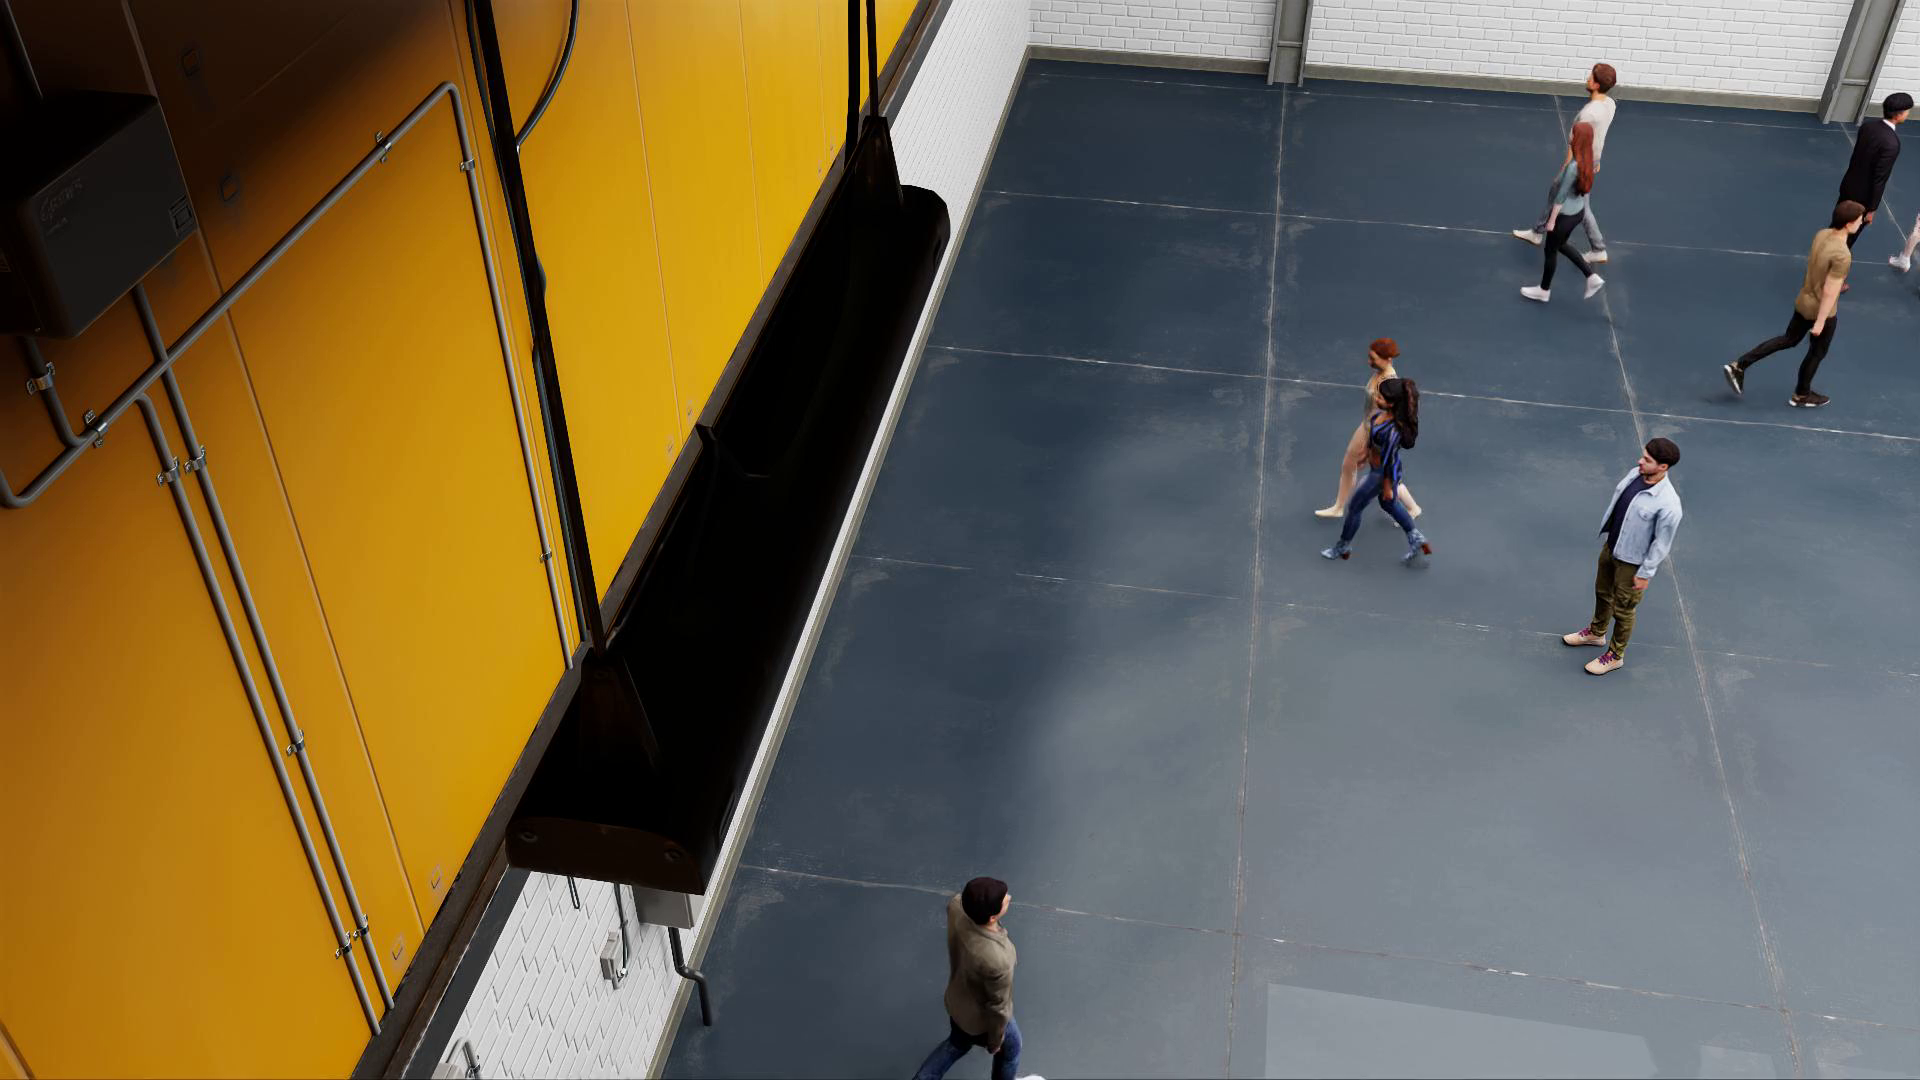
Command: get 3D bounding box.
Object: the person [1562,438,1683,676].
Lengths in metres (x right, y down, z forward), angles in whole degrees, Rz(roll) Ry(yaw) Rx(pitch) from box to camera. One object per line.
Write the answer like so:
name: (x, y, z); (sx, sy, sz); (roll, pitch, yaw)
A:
person: (4.376, 0.095, 10.867); (0.689, 1.811, 0.743); (-7, 39, -8)

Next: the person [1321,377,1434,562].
person: (3.065, -0.463, 11.744); (1.019, 1.589, 0.646); (10, 40, 12)

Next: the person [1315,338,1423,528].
person: (3.113, -0.745, 12.078); (1.038, 1.612, 0.728); (-6, 39, -8)

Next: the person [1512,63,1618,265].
person: (5.744, -3.382, 15.183); (1.287, 1.857, 1.037); (26, 45, 28)

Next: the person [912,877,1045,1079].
person: (0.012, 2.293, 8.097); (1.204, 1.833, 1.115); (-20, 43, -23)

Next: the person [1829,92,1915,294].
person: (7.994, -3.094, 14.807); (0.651, 1.877, 0.735); (-2, 39, -3)

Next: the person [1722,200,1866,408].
person: (6.743, -1.864, 13.305); (1.166, 1.829, 0.766); (1, 39, 2)

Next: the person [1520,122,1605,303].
person: (5.383, -2.795, 14.552); (1.009, 1.728, 0.842); (28, 46, 30)
